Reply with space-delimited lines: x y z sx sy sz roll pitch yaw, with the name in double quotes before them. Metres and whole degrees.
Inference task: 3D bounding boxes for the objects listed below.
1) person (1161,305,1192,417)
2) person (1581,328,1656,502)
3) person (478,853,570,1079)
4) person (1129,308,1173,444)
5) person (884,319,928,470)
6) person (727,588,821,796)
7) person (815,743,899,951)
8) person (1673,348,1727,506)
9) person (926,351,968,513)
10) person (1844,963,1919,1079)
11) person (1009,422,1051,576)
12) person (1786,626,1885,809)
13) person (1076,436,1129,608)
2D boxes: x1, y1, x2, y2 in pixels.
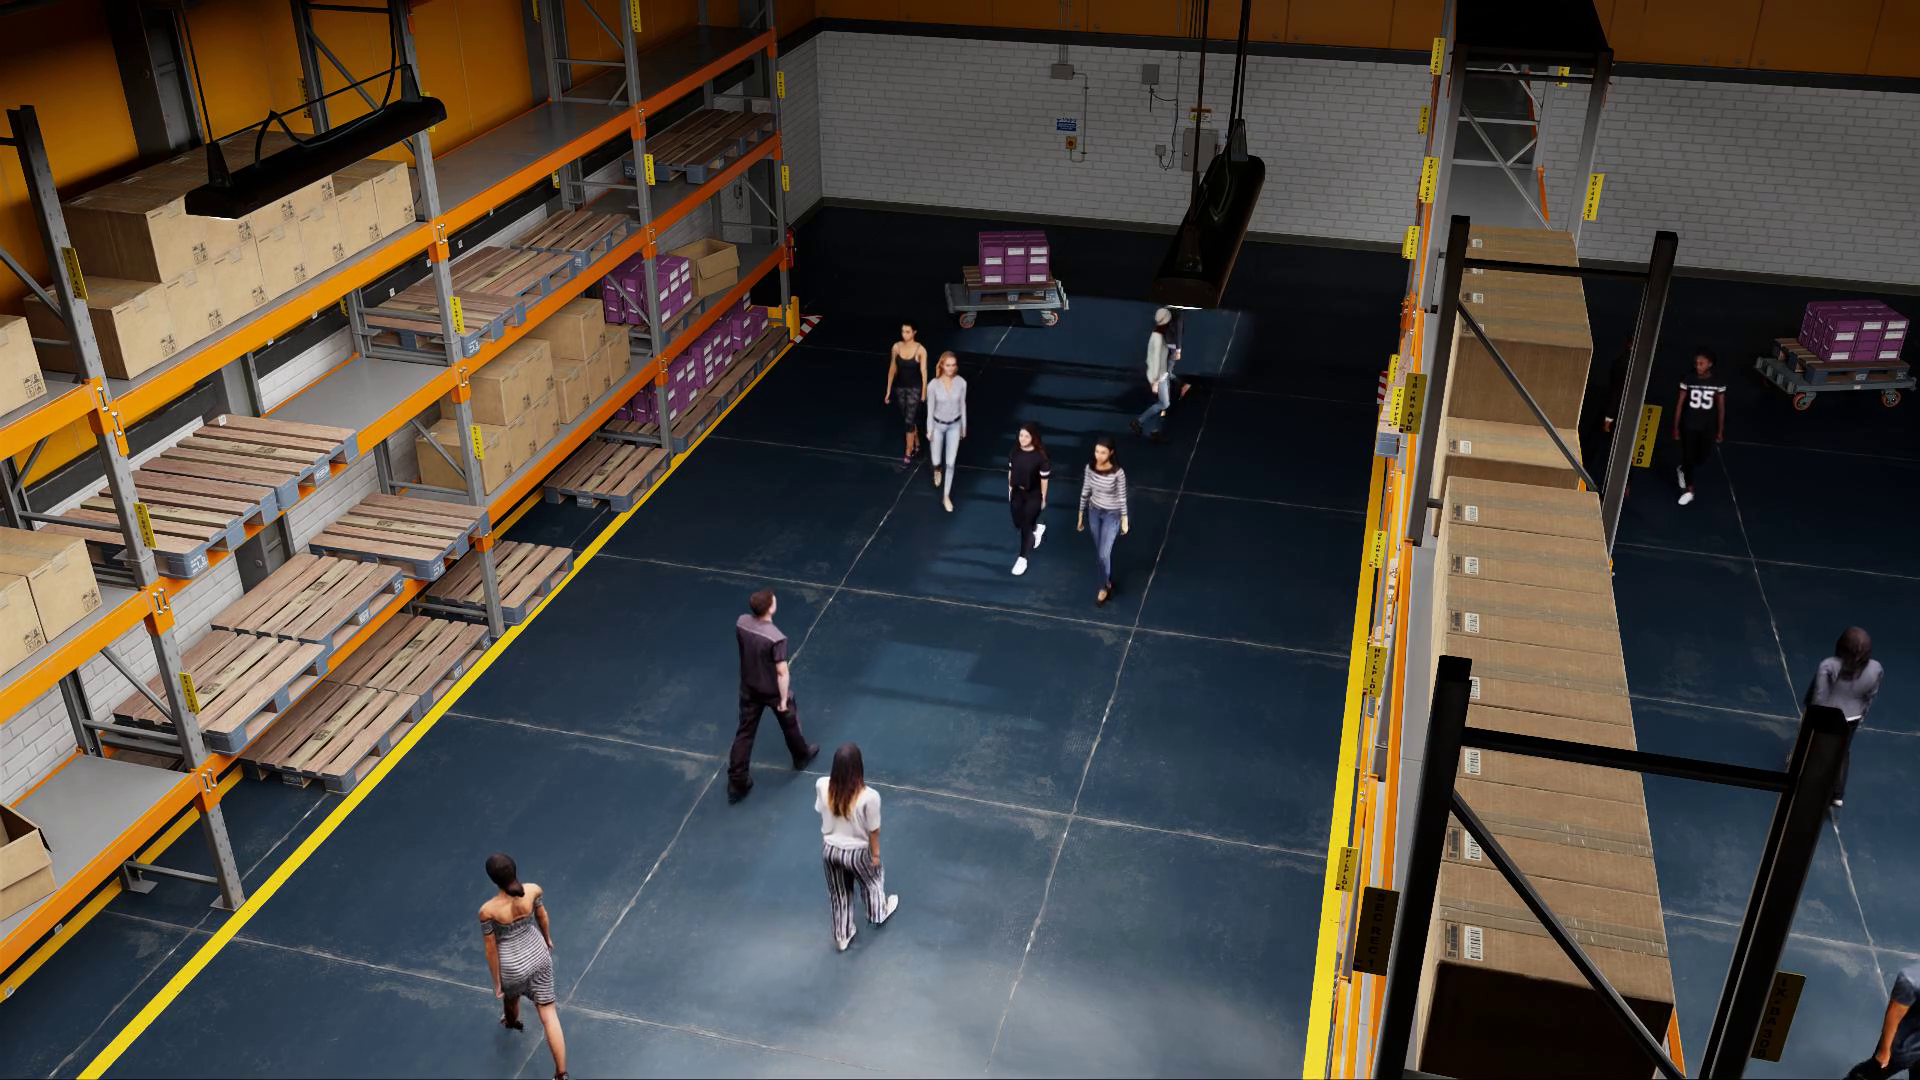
"person" 2.576 -2.347 20.042 0.973 1.752 0.945 -12 31 -21
"person" 7.251 -1.322 18.055 1.100 1.856 1.319 -7 29 -13
"person" -2.727 2.804 10.582 1.144 1.767 1.134 -19 34 -30
"person" 2.213 -1.896 19.343 0.754 1.629 0.721 3 29 6
"person" -0.539 -1.729 18.956 0.678 1.708 0.898 14 32 24
"person" -1.639 1.246 13.401 0.987 1.804 1.298 18 33 30
"person" -0.811 2.211 11.784 0.770 1.658 0.927 12 31 22
"person" 7.988 -1.240 18.067 0.708 1.701 0.843 3 29 6
"person" -0.168 -1.220 17.945 0.820 1.781 0.980 -5 29 -8
"person" 5.778 3.027 10.178 0.874 1.763 1.215 -1 29 -1
"person" 0.724 -0.472 16.737 0.743 1.625 0.966 15 32 25
"person" 7.032 1.420 13.322 0.770 1.574 1.070 3 29 5
"person" 1.439 -0.213 16.106 0.727 1.774 0.751 18 33 30
